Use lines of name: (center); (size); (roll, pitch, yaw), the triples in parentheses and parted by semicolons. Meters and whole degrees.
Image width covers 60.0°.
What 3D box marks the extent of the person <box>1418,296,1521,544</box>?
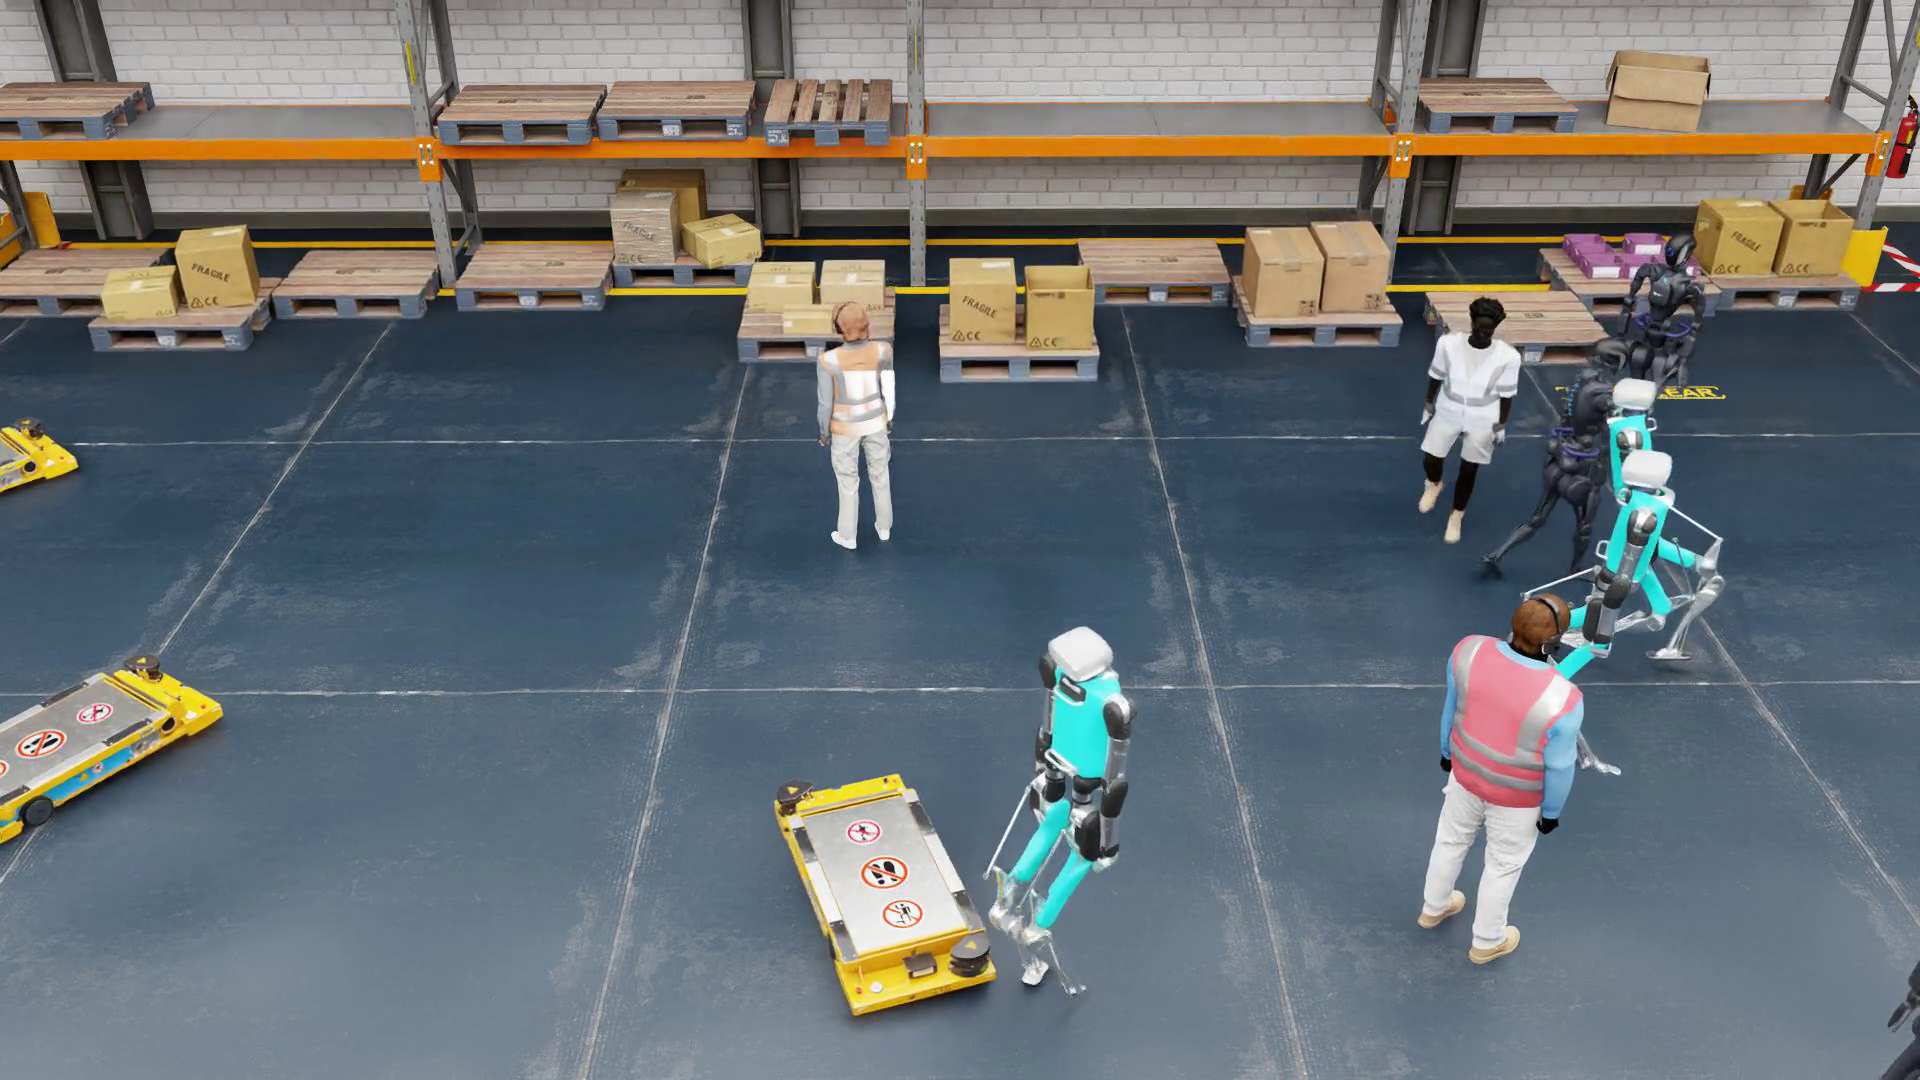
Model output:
person: (3.152, -0.770, 10.321); (0.546, 1.680, 0.471); (15, 34, 23)

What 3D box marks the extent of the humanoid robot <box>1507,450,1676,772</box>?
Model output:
humanoid robot: (3.115, 0.332, 8.457); (0.794, 1.798, 0.530); (13, 34, 21)

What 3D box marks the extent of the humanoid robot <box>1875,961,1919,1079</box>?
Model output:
humanoid robot: (3.675, 1.824, 6.011); (0.393, 1.657, 0.613); (-5, 31, -9)

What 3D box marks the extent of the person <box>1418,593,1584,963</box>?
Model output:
person: (2.344, 1.022, 7.198); (0.431, 1.836, 0.629); (-24, 38, -34)

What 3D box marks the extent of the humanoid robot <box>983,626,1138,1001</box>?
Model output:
humanoid robot: (0.342, 1.225, 6.948); (0.683, 1.788, 0.550); (-20, 36, -29)

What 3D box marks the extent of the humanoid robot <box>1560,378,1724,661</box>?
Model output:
humanoid robot: (3.847, -0.015, 9.016); (0.966, 1.721, 0.549); (9, 32, 15)

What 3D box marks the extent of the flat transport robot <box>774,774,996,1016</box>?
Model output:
flat transport robot: (-0.384, 1.585, 7.772); (0.659, 0.231, 1.431); (-10, 32, -17)

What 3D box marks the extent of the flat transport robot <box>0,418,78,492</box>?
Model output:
flat transport robot: (-6.759, -0.406, 11.086); (0.659, 0.231, 1.431); (25, 39, 36)

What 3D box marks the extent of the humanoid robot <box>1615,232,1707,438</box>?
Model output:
humanoid robot: (4.660, -1.291, 11.221); (0.736, 1.627, 0.602); (-23, 38, -33)

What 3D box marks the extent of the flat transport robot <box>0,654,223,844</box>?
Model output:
flat transport robot: (-4.645, 1.093, 8.592); (0.659, 0.231, 1.431); (19, 36, 29)

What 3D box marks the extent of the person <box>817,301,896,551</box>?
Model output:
person: (-0.631, -0.693, 10.231); (0.514, 1.640, 0.308); (-13, 33, -21)

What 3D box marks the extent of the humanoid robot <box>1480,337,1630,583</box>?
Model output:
humanoid robot: (3.567, -0.442, 9.834); (0.751, 1.647, 0.613); (-3, 31, -5)
